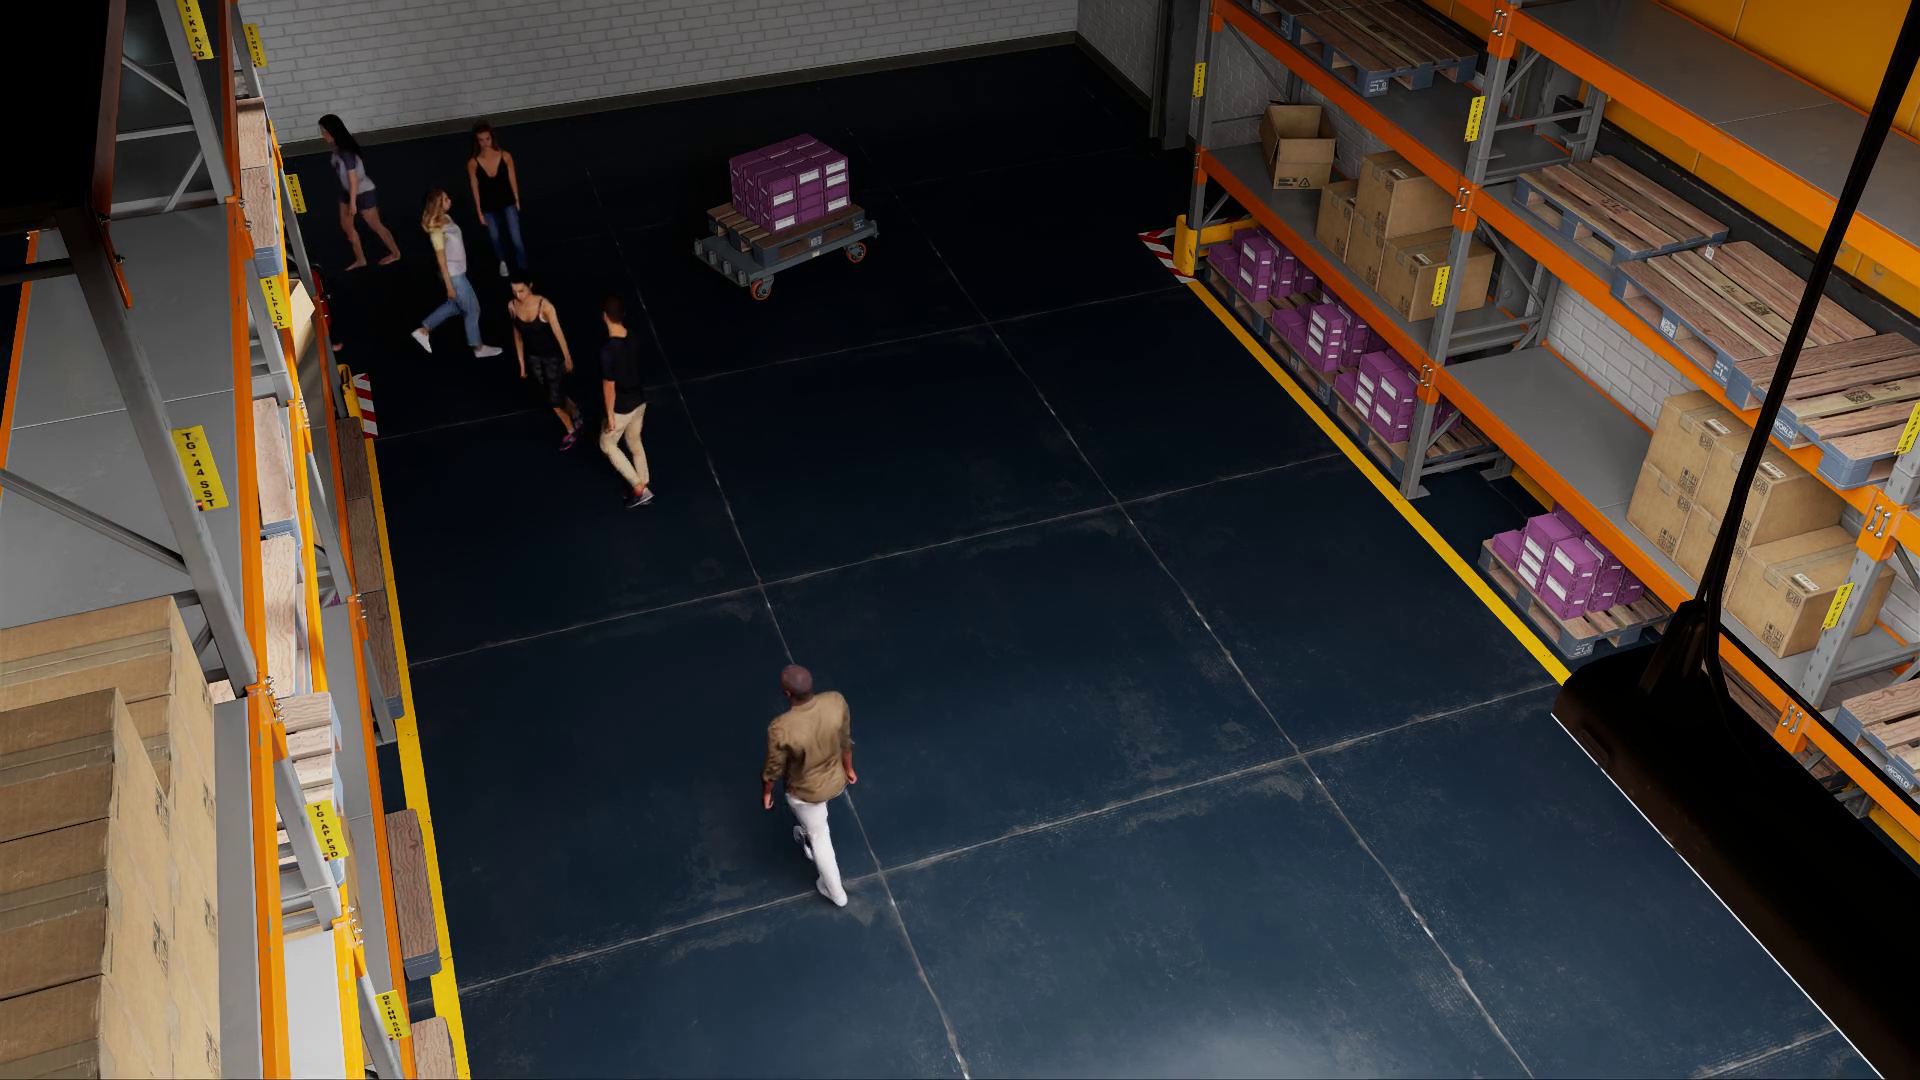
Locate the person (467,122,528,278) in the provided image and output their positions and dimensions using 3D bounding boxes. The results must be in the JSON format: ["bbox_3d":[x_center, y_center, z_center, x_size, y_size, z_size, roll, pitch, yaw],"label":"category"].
[{"bbox_3d":[-4.414,-3.202,15.830,0.605,1.671,1.054,-11,40,-13],"label":"person"}]

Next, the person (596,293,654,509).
[{"bbox_3d":[-2.538,-1.031,12.992,0.868,1.821,0.810,13,40,16],"label":"person"}]

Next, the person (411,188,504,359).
[{"bbox_3d":[-4.569,-2.315,14.693,0.779,1.705,0.972,-7,39,-9],"label":"person"}]

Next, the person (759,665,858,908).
[{"bbox_3d":[-0.812,1.488,9.850,0.921,1.806,1.042,-27,46,-30],"label":"person"}]

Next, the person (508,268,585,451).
[{"bbox_3d":[-3.376,-1.539,13.721,0.769,1.705,0.826,9,39,11],"label":"person"}]

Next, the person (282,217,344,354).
[{"bbox_3d":[-5.998,-2.225,14.718,0.852,1.533,0.971,-31,48,-33],"label":"person"}]

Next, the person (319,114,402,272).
[{"bbox_3d":[-5.752,-3.370,16.045,0.821,1.665,0.826,-20,43,-23],"label":"person"}]
